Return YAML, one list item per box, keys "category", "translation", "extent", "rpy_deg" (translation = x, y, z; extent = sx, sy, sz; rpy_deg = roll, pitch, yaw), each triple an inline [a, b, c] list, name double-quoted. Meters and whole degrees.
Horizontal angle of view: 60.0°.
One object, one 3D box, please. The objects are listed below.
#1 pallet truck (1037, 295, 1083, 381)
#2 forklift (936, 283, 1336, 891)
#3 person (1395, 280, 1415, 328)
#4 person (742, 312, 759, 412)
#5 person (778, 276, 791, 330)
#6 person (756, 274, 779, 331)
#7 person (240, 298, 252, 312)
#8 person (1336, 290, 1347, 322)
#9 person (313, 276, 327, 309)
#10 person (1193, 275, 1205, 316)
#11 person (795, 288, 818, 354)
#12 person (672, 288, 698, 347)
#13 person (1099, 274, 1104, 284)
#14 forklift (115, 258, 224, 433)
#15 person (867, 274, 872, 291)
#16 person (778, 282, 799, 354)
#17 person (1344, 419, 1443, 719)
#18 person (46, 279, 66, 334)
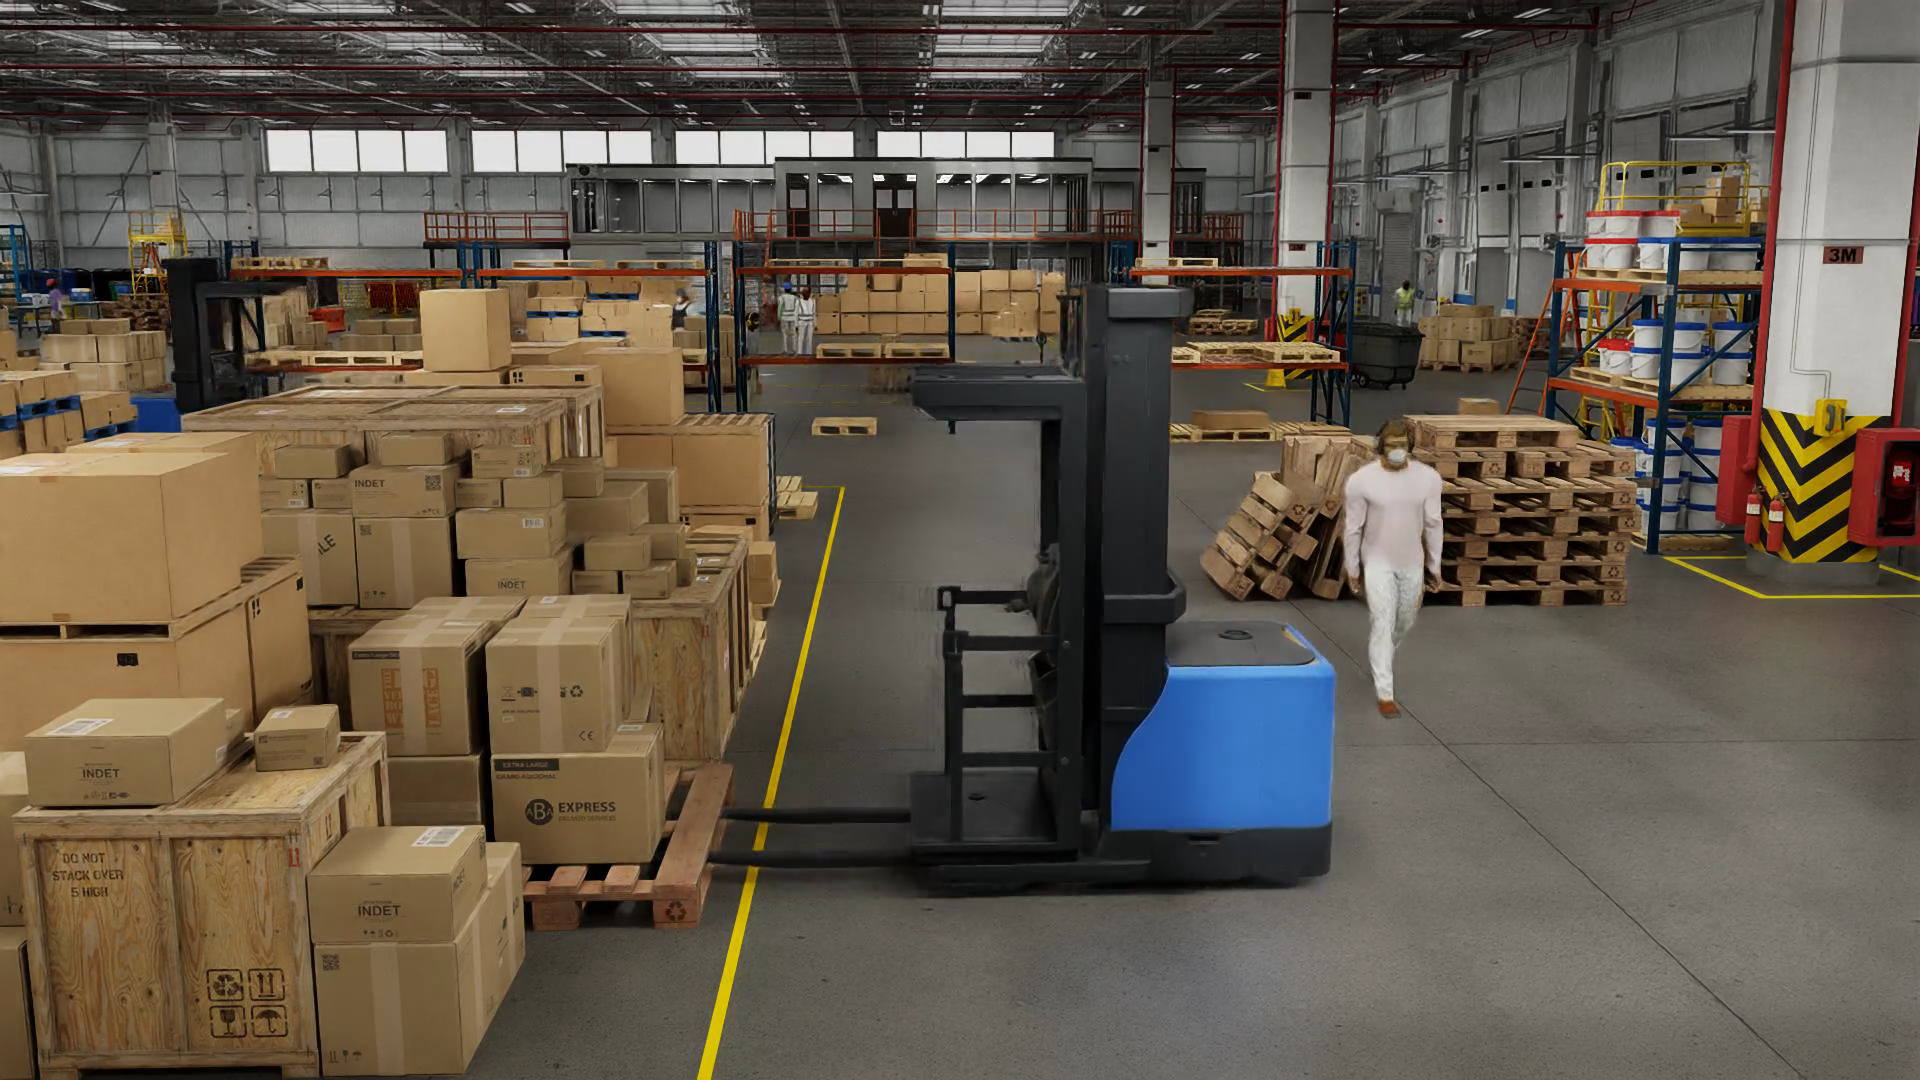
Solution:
- category: "pallet truck"
  translation: [2.483, -3.881, 33.060]
  extent: [1.885, 1.965, 0.823]
  rpy_deg: [-7, 13, -36]
- category: "forklift"
  translation: [0.809, 0.169, 8.039]
  extent: [1.873, 2.768, 1.129]
  rpy_deg: [0, 10, -2]
- category: "person"
  translation: [14.082, -7.309, 52.644]
  extent: [0.642, 1.820, 0.656]
  rpy_deg: [1, 10, 7]
- category: "person"
  translation: [-3.481, -2.866, 27.777]
  extent: [0.311, 1.864, 0.533]
  rpy_deg: [1, 10, 8]
- category: "person"
  translation: [-5.844, -8.113, 57.095]
  extent: [0.968, 1.832, 0.580]
  rpy_deg: [-1, 10, -7]
- category: "person"
  translation: [-6.577, -7.987, 56.091]
  extent: [1.022, 1.937, 0.634]
  rpy_deg: [-3, 11, -17]
- category: "person"
  translation: [-21.061, -6.668, 49.097]
  extent: [0.595, 1.811, 0.590]
  rpy_deg: [2, 10, 8]
- category: "person"
  translation: [9.501, -5.320, 41.553]
  extent: [0.411, 1.848, 0.561]
  rpy_deg: [3, 11, 19]
- category: "person"
  translation: [-25.037, -9.506, 65.122]
  extent: [0.502, 1.727, 0.478]
  rpy_deg: [-2, 10, -8]
- category: "person"
  translation: [9.267, -9.458, 64.579]
  extent: [0.505, 1.836, 0.350]
  rpy_deg: [7, 12, 32]
- category: "person"
  translation: [-3.921, -5.470, 42.327]
  extent: [0.616, 1.870, 0.426]
  rpy_deg: [-6, 12, -30]
- category: "person"
  translation: [-6.347, -4.776, 37.928]
  extent: [0.697, 2.000, 1.002]
  rpy_deg: [6, 12, 28]
- category: "person"
  translation: [4.909, -8.279, 57.843]
  extent: [0.407, 1.903, 0.589]
  rpy_deg: [-6, 12, -32]
- category: "forklift"
  translation: [-9.689, -2.184, 21.145]
  extent: [1.873, 2.768, 1.129]
  rpy_deg: [0, 10, -2]
- category: "person"
  translation: [-3.336, -8.486, 58.925]
  extent: [0.539, 1.929, 0.394]
  rpy_deg: [-3, 11, -16]
- category: "person"
  translation: [-4.580, -5.882, 44.348]
  extent: [0.602, 1.948, 0.387]
  rpy_deg: [-5, 11, -26]
- category: "person"
  translation: [2.808, 0.143, 10.897]
  extent: [0.629, 1.914, 0.863]
  rpy_deg: [-1, 10, -3]
- category: "person"
  translation: [-28.269, -7.262, 52.232]
  extent: [0.617, 1.888, 0.954]
  rpy_deg: [7, 12, 34]
